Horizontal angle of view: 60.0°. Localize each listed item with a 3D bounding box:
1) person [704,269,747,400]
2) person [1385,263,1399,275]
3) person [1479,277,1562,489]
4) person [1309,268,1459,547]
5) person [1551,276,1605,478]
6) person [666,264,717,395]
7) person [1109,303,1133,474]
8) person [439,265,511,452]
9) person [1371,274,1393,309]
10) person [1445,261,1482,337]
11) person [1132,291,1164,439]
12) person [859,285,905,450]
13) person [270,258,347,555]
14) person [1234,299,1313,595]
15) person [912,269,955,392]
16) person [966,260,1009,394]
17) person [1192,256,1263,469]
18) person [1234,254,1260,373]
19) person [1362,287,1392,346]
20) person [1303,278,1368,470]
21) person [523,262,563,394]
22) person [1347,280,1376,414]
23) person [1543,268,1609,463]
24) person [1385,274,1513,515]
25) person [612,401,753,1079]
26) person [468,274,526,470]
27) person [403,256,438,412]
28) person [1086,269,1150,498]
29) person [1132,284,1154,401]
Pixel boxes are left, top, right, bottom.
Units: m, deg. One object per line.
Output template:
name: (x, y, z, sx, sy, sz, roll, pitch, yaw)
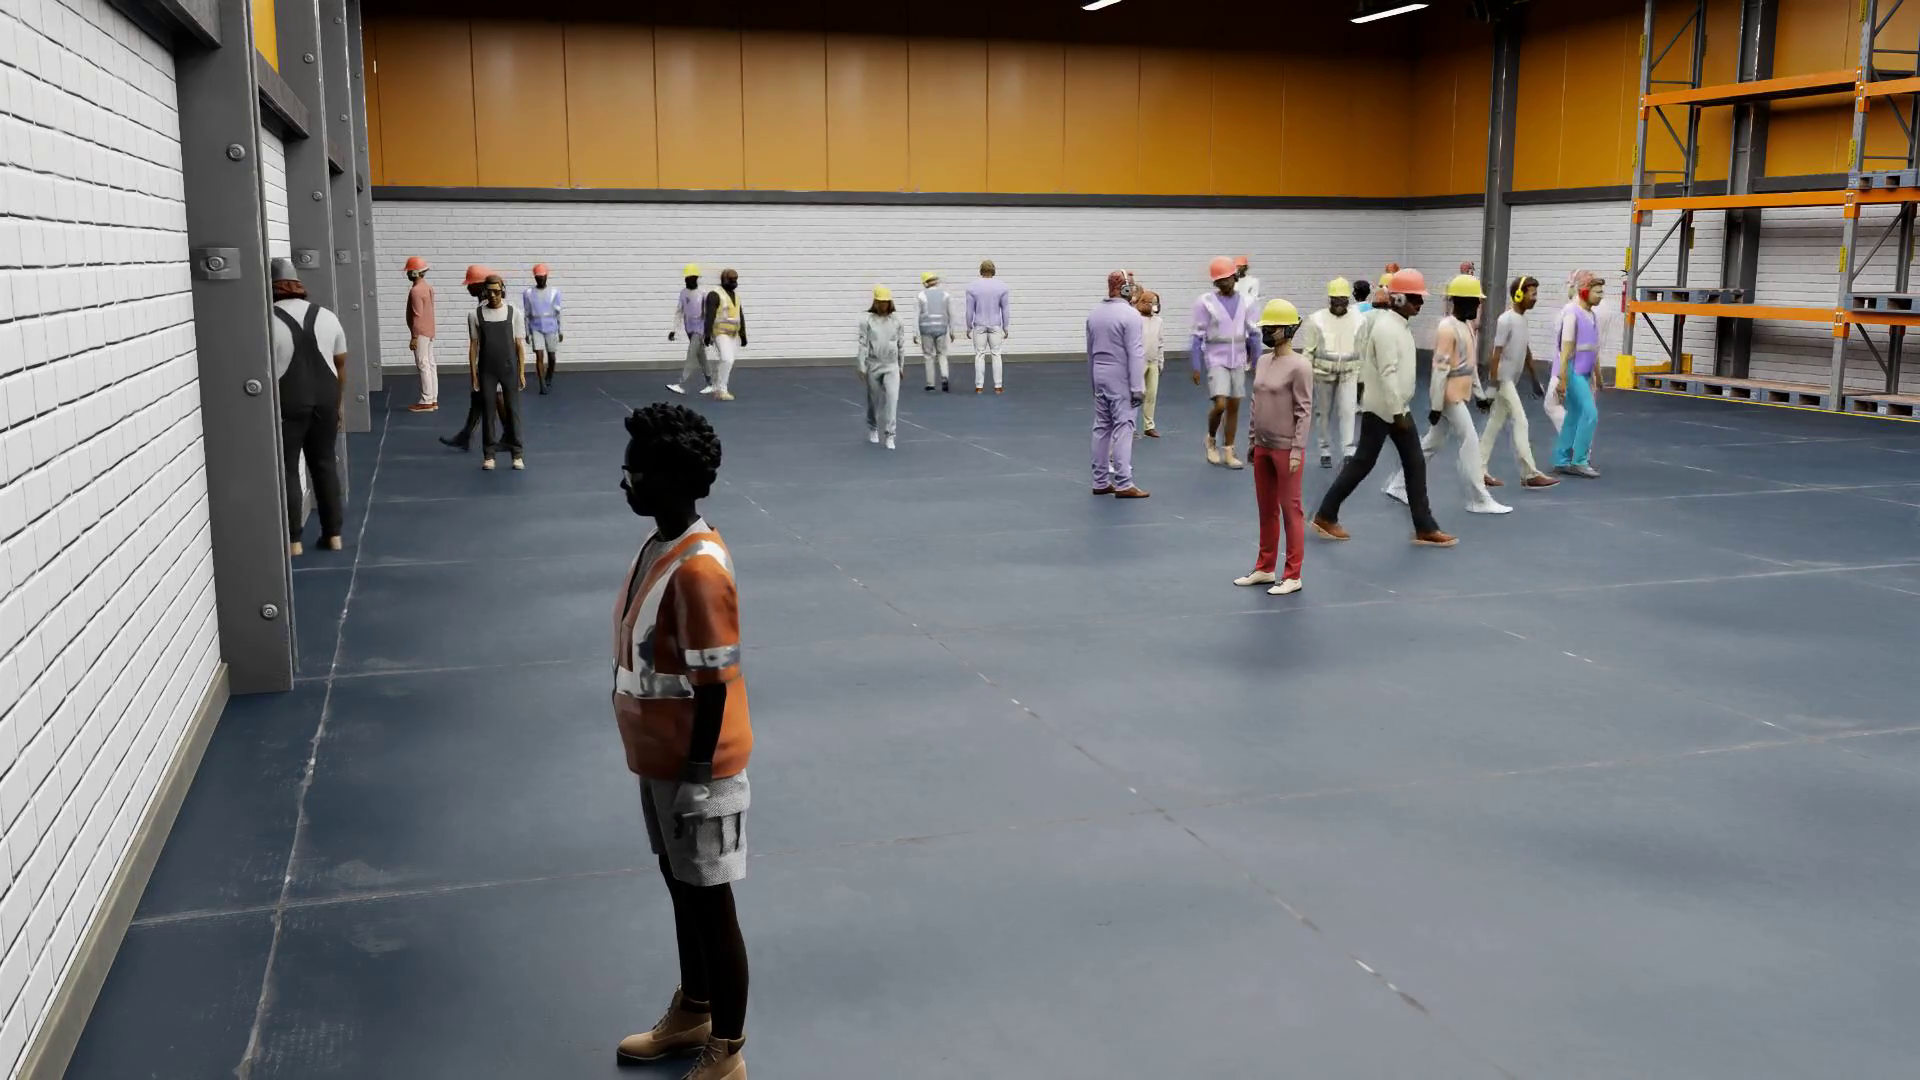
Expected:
person: (-3.207, -2.820, 22.931, 0.553, 1.818, 0.665, 5, 11, 27)
person: (6.630, -3.300, 25.534, 0.573, 1.887, 0.355, -6, 12, -32)
person: (4.868, -1.341, 14.361, 0.899, 1.825, 0.504, 6, 11, 31)
person: (2.963, -0.924, 11.645, 1.016, 1.945, 0.611, 7, 12, 34)
person: (5.701, -1.470, 15.101, 0.637, 1.822, 0.585, 8, 13, 39)
person: (-3.874, -3.020, 23.946, 0.591, 1.873, 0.997, 10, 14, 44)
person: (1.449, -1.446, 15.522, 0.315, 1.636, 0.515, 6, 12, 33)
person: (-4.919, -1.832, 16.952, 0.718, 1.915, 0.569, -4, 10, -21)
person: (5.876, -2.806, 23.031, 0.554, 1.750, 0.363, -7, 12, -35)
person: (8.088, -3.505, 26.666, 0.400, 1.907, 0.645, -7, 12, -37)
person: (2.051, -1.926, 18.346, 0.505, 1.628, 0.276, -6, 12, -33)
person: (-0.833, -1.840, 17.593, 0.491, 1.712, 0.834, -2, 10, -9)
person: (-4.555, -0.925, 11.341, 0.539, 2.000, 0.702, 9, 13, 42)
person: (1.902, -0.558, 10.008, 0.309, 1.769, 0.524, -5, 11, -26)
person: (-0.390, -3.054, 24.358, 0.615, 1.799, 0.461, -3, 10, -19)
person: (0.399, -3.077, 24.096, 0.634, 1.935, 0.350, 0, 10, -1)
person: (2.527, -1.652, 15.645, 0.665, 2.012, 0.438, -3, 10, -17)
person: (4.633, -3.690, 27.394, 0.610, 2.029, 0.698, 3, 10, 19)
person: (5.030, -2.202, 19.910, 0.507, 1.631, 0.273, 2, 10, 10)
person: (3.522, -1.534, 15.536, 0.616, 1.798, 0.864, 1, 10, 5)
person: (-6.070, -3.088, 24.243, 0.555, 1.918, 0.702, -3, 10, -15)
person: (5.103, -2.454, 21.186, 0.540, 1.695, 0.317, -6, 12, -32)
person: (5.901, -1.649, 15.956, 0.651, 1.892, 0.432, -6, 11, -30)
person: (3.864, -1.151, 13.138, 0.998, 1.884, 0.606, 4, 11, 24)
person: (-0.667, 0.518, 3.981, 0.318, 1.697, 0.535, -4, 11, -23)
person: (-4.356, -1.571, 15.670, 0.505, 1.842, 0.332, -3, 10, -15)
person: (-6.968, -2.658, 21.499, 0.375, 1.997, 0.609, 0, 10, -1)
person: (1.333, -1.305, 13.928, 0.399, 1.910, 0.643, -6, 12, -32)
person: (2.464, -2.727, 23.043, 0.553, 1.612, 0.419, 7, 12, 34)
